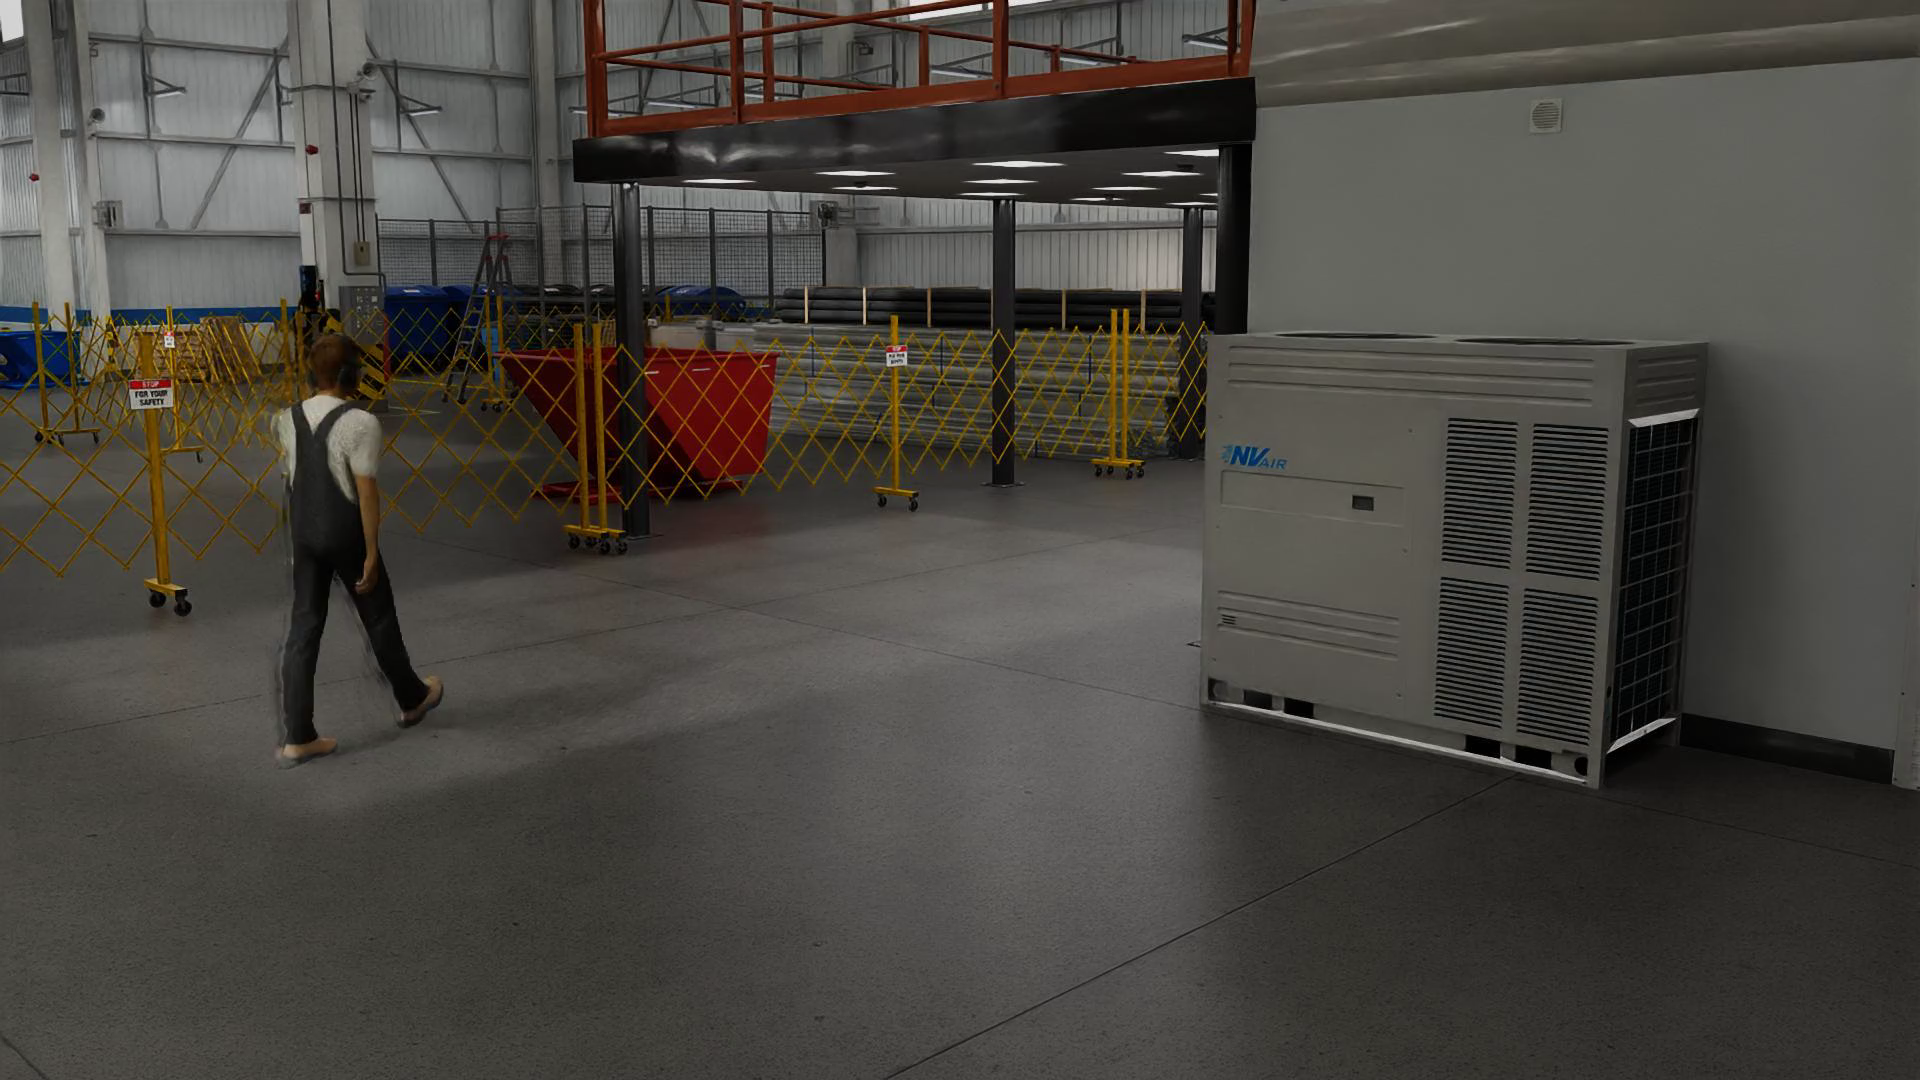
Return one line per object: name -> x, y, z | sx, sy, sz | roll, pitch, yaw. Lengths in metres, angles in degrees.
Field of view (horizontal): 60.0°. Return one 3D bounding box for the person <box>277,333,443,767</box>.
person -> -2.644, 0.010, 7.197 | 0.513, 1.794, 0.959 | 2, 10, 13
